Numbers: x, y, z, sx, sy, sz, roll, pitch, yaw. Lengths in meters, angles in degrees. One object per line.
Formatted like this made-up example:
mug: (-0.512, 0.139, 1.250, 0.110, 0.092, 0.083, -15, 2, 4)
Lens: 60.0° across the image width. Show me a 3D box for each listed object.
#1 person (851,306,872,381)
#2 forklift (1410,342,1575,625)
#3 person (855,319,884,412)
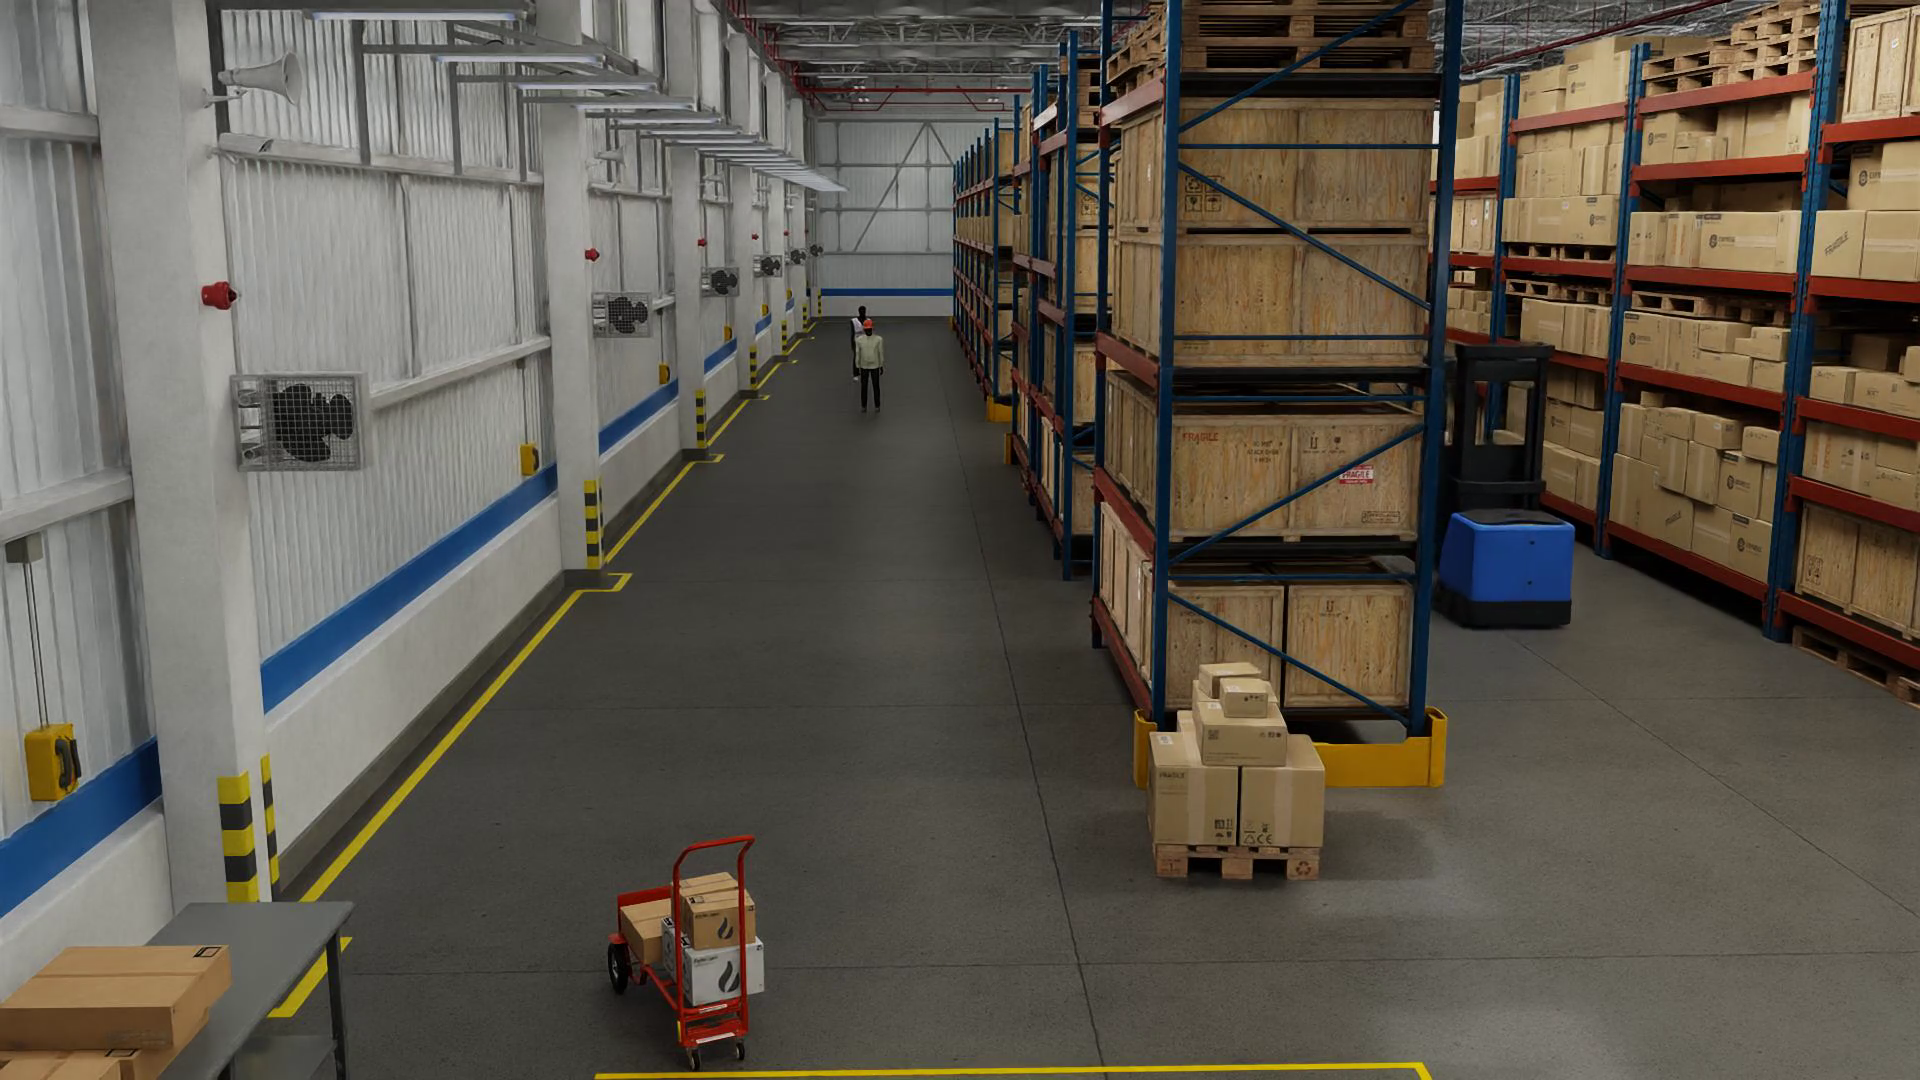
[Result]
person: (-2.520, -5.040, 42.615, 0.593, 1.910, 0.388, -5, 12, -24)
forklift: (5.561, -0.646, 17.211, 1.129, 2.768, 1.873, 0, 11, -2)
person: (-1.933, -3.711, 35.501, 0.618, 1.989, 0.401, 0, 11, 1)
